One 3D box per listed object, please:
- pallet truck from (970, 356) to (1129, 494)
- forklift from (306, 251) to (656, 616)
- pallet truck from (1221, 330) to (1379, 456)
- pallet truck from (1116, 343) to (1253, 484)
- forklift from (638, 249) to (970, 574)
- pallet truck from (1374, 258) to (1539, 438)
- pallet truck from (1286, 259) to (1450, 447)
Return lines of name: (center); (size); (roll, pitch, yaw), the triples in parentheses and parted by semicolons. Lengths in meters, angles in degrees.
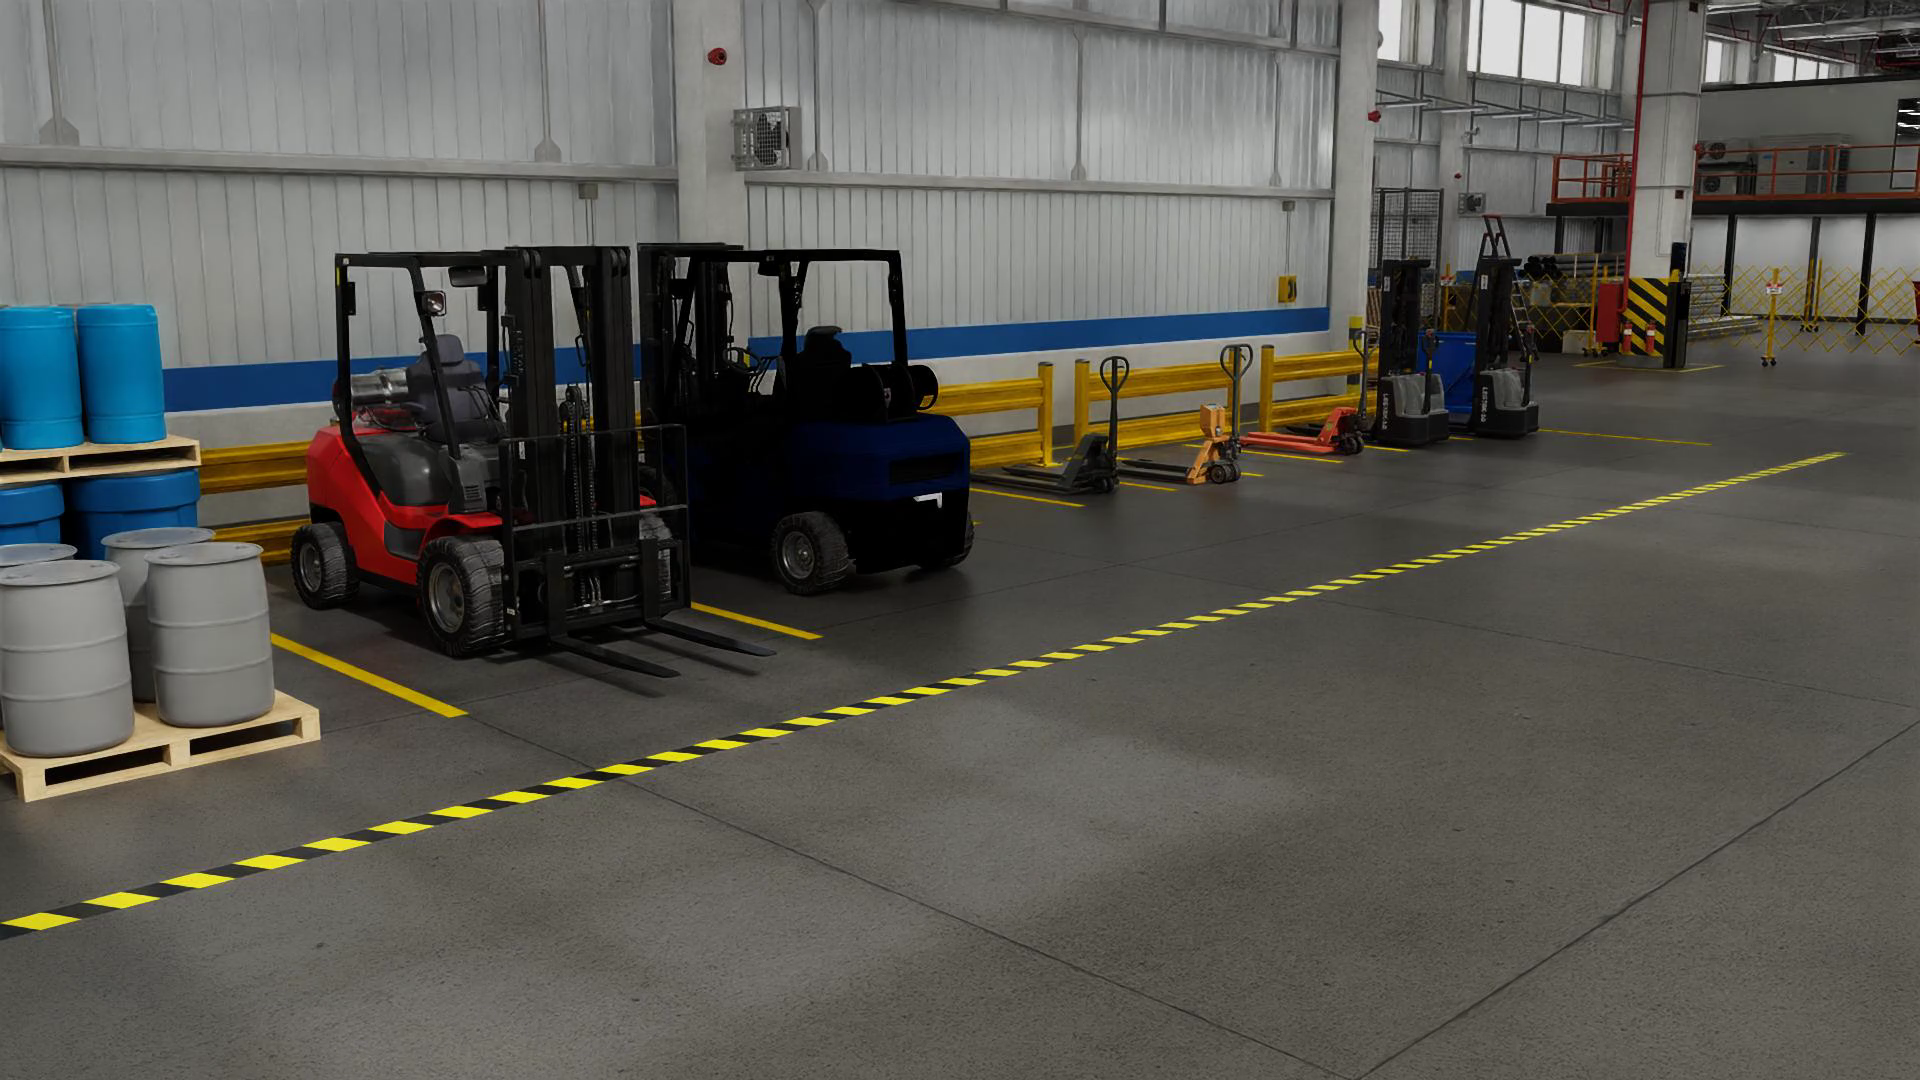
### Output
pallet truck: (0.784, -1.085, 14.876); (0.680, 1.201, 1.601); (-10, 14, -44)
forklift: (-2.833, -0.669, 9.694); (1.157, 1.987, 2.680); (-10, 14, -44)
pallet truck: (3.563, -1.581, 17.381); (0.653, 1.274, 1.630); (-10, 14, -44)
pallet truck: (1.962, -1.215, 15.415); (1.522, 1.261, 0.704); (10, 14, 43)
forklift: (-1.173, -0.958, 11.239); (2.680, 1.987, 1.157); (10, 14, 43)
pallet truck: (5.704, -2.208, 18.901); (1.885, 1.965, 0.823); (10, 14, 43)
pallet truck: (4.493, -2.078, 18.196); (0.823, 1.965, 1.885); (-9, 14, -40)
